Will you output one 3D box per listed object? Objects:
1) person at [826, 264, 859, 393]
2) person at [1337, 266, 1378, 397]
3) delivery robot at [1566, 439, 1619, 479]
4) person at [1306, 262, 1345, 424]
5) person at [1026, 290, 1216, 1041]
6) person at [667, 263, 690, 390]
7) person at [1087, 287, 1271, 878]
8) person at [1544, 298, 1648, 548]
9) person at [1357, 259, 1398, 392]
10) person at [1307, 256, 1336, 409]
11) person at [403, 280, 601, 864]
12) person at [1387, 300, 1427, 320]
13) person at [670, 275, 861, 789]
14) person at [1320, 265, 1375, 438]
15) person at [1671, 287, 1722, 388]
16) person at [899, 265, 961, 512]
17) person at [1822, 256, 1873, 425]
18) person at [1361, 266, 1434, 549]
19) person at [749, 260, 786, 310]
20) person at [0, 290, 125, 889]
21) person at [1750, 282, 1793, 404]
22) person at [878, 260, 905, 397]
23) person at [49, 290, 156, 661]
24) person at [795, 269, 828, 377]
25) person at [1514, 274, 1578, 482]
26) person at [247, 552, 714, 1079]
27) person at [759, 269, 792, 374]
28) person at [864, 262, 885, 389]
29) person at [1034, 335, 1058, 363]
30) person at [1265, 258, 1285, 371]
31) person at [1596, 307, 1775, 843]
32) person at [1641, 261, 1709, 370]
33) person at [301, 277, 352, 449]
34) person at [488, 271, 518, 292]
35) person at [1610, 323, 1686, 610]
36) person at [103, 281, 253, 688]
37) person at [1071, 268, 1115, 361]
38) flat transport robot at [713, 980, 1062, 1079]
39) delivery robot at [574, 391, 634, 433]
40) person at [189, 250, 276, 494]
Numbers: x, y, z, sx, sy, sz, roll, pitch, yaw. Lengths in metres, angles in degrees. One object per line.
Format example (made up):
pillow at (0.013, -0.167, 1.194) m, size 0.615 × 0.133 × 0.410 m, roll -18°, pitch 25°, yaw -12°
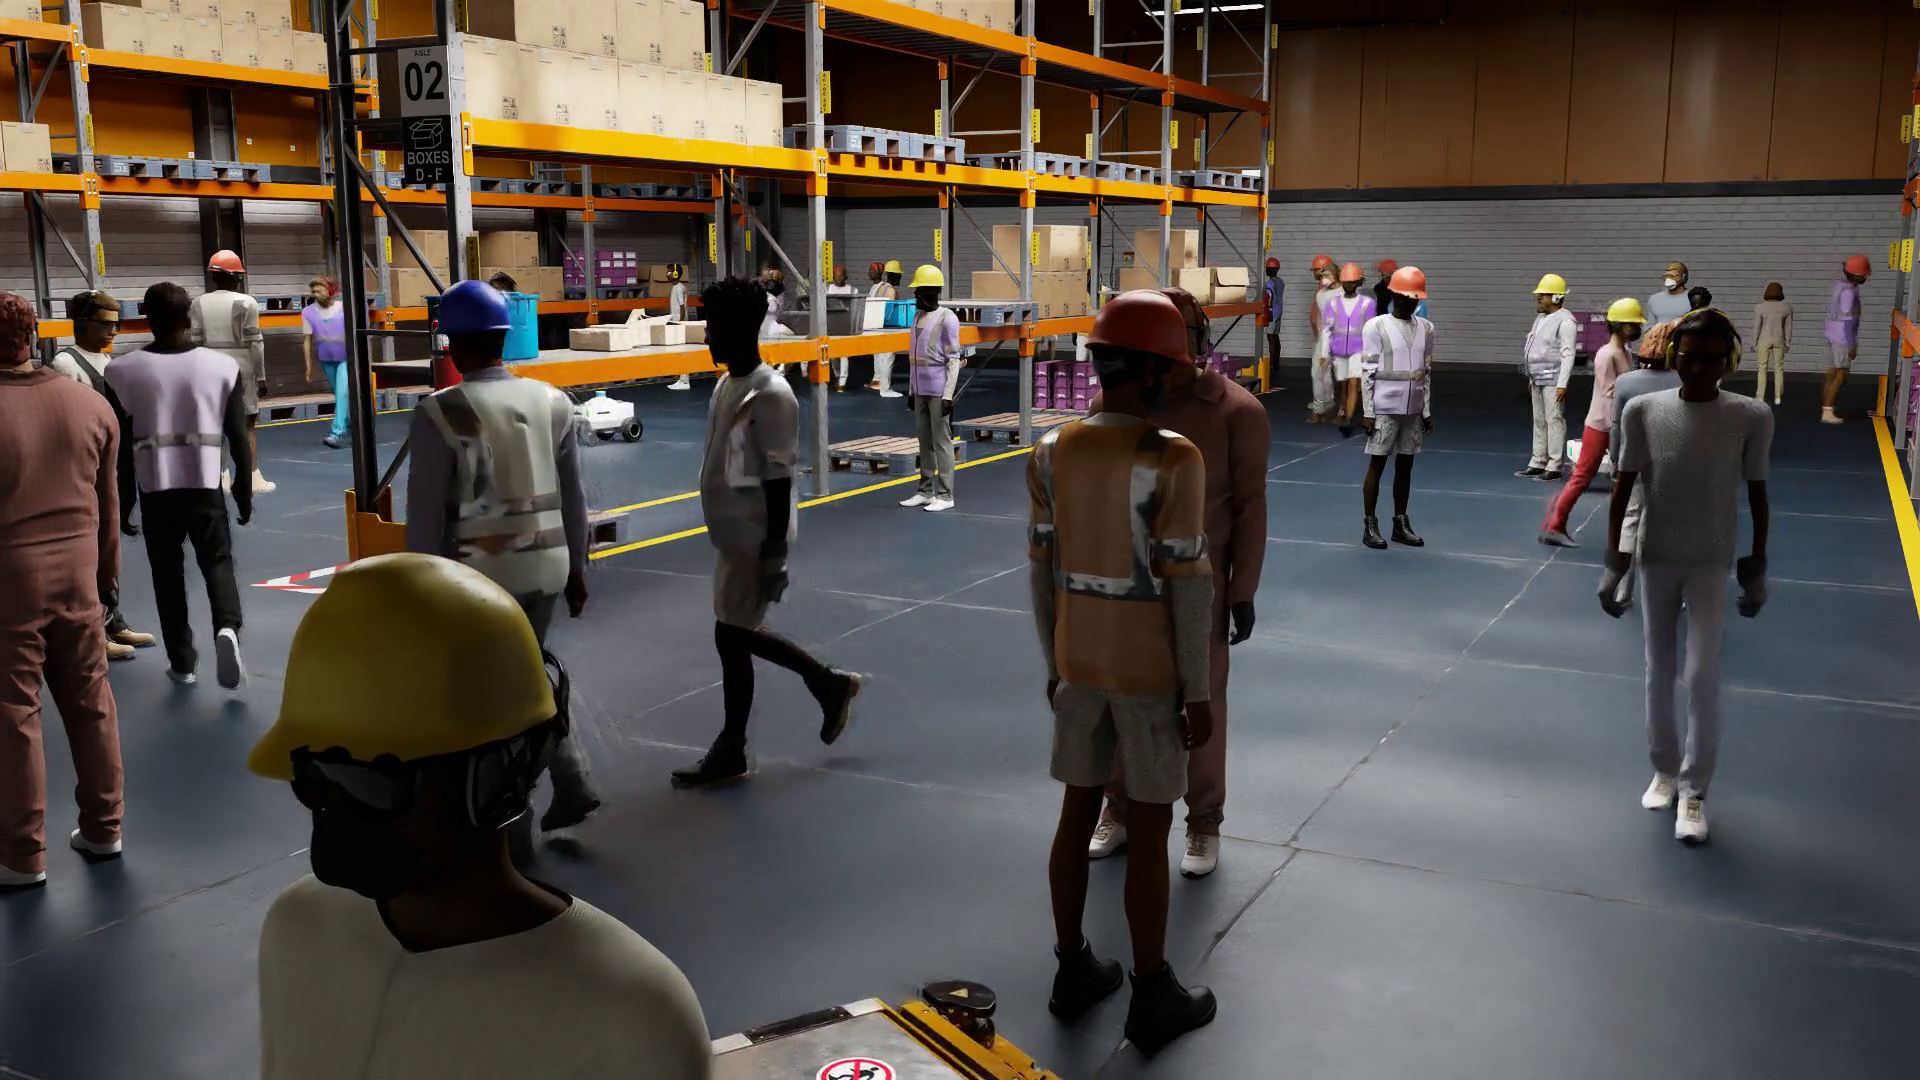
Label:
person at (-1.750, -3.102, 24.346) m, size 0.586 × 1.866 × 0.715 m, roll 1°, pitch 10°, yaw 4°
person at (5.558, -2.922, 23.392) m, size 0.586 × 1.834 × 0.403 m, roll -1°, pitch 10°, yaw -7°
delivery robot at (5.507, -0.722, 14.081) m, size 0.707 × 0.478 × 0.477 m, roll 3°, pitch 10°, yaw 18°
person at (4.360, -2.295, 19.557) m, size 0.744 × 1.909 × 0.650 m, roll -8°, pitch 13°, yaw -40°
person at (0.436, 0.324, 4.326) m, size 0.543 × 1.928 × 0.374 m, roll 9°, pitch 13°, yaw 41°
person at (-4.193, -3.166, 24.698) m, size 0.335 × 1.873 × 0.519 m, roll -2°, pitch 10°, yaw -13°
person at (0.664, 0.137, 5.451) m, size 0.651 × 1.913 × 0.410 m, roll 5°, pitch 11°, yaw 27°
person at (4.417, -0.761, 11.218) m, size 0.922 × 1.716 × 0.547 m, roll 9°, pitch 13°, yaw 41°
person at (6.030, -3.036, 23.767) m, size 1.030 × 1.945 × 0.620 m, roll 6°, pitch 11°, yaw 31°
person at (4.729, -2.687, 21.631) m, size 0.415 × 1.981 × 0.652 m, roll 1°, pitch 10°, yaw 8°
person at (-1.547, 0.112, 5.543) m, size 0.451 × 1.930 × 0.623 m, roll 7°, pitch 12°, yaw 34°
person at (5.981, -2.665, 22.348) m, size 0.546 × 1.687 × 0.360 m, roll 4°, pitch 11°, yaw 23°
person at (-0.737, -0.032, 6.345) m, size 0.745 × 1.942 × 0.624 m, roll -5°, pitch 11°, yaw -25°
person at (4.269, -2.083, 18.381) m, size 0.565 × 1.880 × 0.997 m, roll 4°, pitch 11°, yaw 21°
person at (7.151, -1.612, 16.205) m, size 0.540 × 1.696 × 0.315 m, roll 5°, pitch 11°, yaw 26°
person at (-0.232, -1.189, 13.083) m, size 0.369 × 1.928 × 0.586 m, roll -7°, pitch 12°, yaw -34°
person at (10.529, -2.372, 19.786) m, size 0.399 × 1.994 × 0.759 m, roll 4°, pitch 10°, yaw 20°
person at (3.016, -0.904, 11.427) m, size 0.543 × 1.932 × 0.365 m, roll -3°, pitch 10°, yaw -18°
person at (-3.187, -3.580, 26.981) m, size 0.678 × 1.902 × 0.720 m, roll 3°, pitch 10°, yaw 17°
person at (-3.010, 0.159, 5.344) m, size 0.410 × 1.908 × 0.643 m, roll 5°, pitch 11°, yaw 27°
person at (10.848, -2.625, 22.250) m, size 0.507 × 1.631 × 0.271 m, roll 1°, pitch 10°, yaw 8°
person at (-0.961, -2.959, 23.379) m, size 0.394 × 1.919 × 0.582 m, roll -2°, pitch 10°, yaw -13°
person at (-4.311, -0.322, 8.328) m, size 0.344 × 1.839 × 0.506 m, roll -1°, pitch 10°, yaw -4°
person at (-2.386, -3.585, 27.229) m, size 0.622 × 1.837 × 0.430 m, roll -4°, pitch 11°, yaw -21°
person at (5.204, -1.427, 14.734) m, size 0.404 × 1.835 × 0.588 m, roll -1°, pitch 10°, yaw -7°
person at (-0.463, 0.882, 1.564) m, size 0.524 × 1.769 × 0.315 m, roll 4°, pitch 11°, yaw 24°
person at (-2.048, -2.042, 18.272) m, size 0.429 × 1.842 × 0.636 m, roll -2°, pitch 10°, yaw -14°
person at (-1.224, -3.195, 24.831) m, size 0.353 × 1.883 × 0.573 m, roll -4°, pitch 11°, yaw -21°
person at (1.396, -3.569, 26.883) m, size 0.556 × 1.919 × 0.577 m, roll 2°, pitch 10°, yaw 14°
person at (5.332, -3.853, 28.480) m, size 0.357 × 1.938 × 0.542 m, roll 6°, pitch 11°, yaw 30°
person at (2.522, 0.114, 5.823) m, size 0.507 × 1.834 × 0.771 m, roll 6°, pitch 12°, yaw 32°
person at (7.069, -1.790, 16.535) m, size 0.371 × 1.940 × 0.630 m, roll -8°, pitch 13°, yaw -39°
person at (-6.496, -1.835, 17.268) m, size 0.574 × 1.765 × 0.976 m, roll 0°, pitch 10°, yaw 0°
person at (-3.775, -1.296, 13.872) m, size 0.513 × 1.872 × 0.331 m, roll -2°, pitch 10°, yaw -13°
person at (3.928, -0.407, 9.407) m, size 0.498 × 1.634 × 0.280 m, roll 7°, pitch 12°, yaw 36°
person at (-3.568, -0.232, 7.658) m, size 0.596 × 1.897 × 0.744 m, roll -6°, pitch 12°, yaw -32°
person at (1.821, -2.822, 22.817) m, size 0.629 × 1.837 × 0.429 m, roll -1°, pitch 10°, yaw -4°
flat transport robot at (-0.412, 1.287, 3.543) m, size 1.431 × 0.197 × 0.652 m, roll -6°, pitch 12°, yaw -32°
delivery robot at (-3.806, -1.339, 17.652) m, size 0.477 × 0.478 × 0.707 m, roll 7°, pitch 12°, yaw 35°
person at (-6.104, -1.398, 13.955) m, size 0.605 × 2.045 × 0.387 m, roll 1°, pitch 10°, yaw 9°
